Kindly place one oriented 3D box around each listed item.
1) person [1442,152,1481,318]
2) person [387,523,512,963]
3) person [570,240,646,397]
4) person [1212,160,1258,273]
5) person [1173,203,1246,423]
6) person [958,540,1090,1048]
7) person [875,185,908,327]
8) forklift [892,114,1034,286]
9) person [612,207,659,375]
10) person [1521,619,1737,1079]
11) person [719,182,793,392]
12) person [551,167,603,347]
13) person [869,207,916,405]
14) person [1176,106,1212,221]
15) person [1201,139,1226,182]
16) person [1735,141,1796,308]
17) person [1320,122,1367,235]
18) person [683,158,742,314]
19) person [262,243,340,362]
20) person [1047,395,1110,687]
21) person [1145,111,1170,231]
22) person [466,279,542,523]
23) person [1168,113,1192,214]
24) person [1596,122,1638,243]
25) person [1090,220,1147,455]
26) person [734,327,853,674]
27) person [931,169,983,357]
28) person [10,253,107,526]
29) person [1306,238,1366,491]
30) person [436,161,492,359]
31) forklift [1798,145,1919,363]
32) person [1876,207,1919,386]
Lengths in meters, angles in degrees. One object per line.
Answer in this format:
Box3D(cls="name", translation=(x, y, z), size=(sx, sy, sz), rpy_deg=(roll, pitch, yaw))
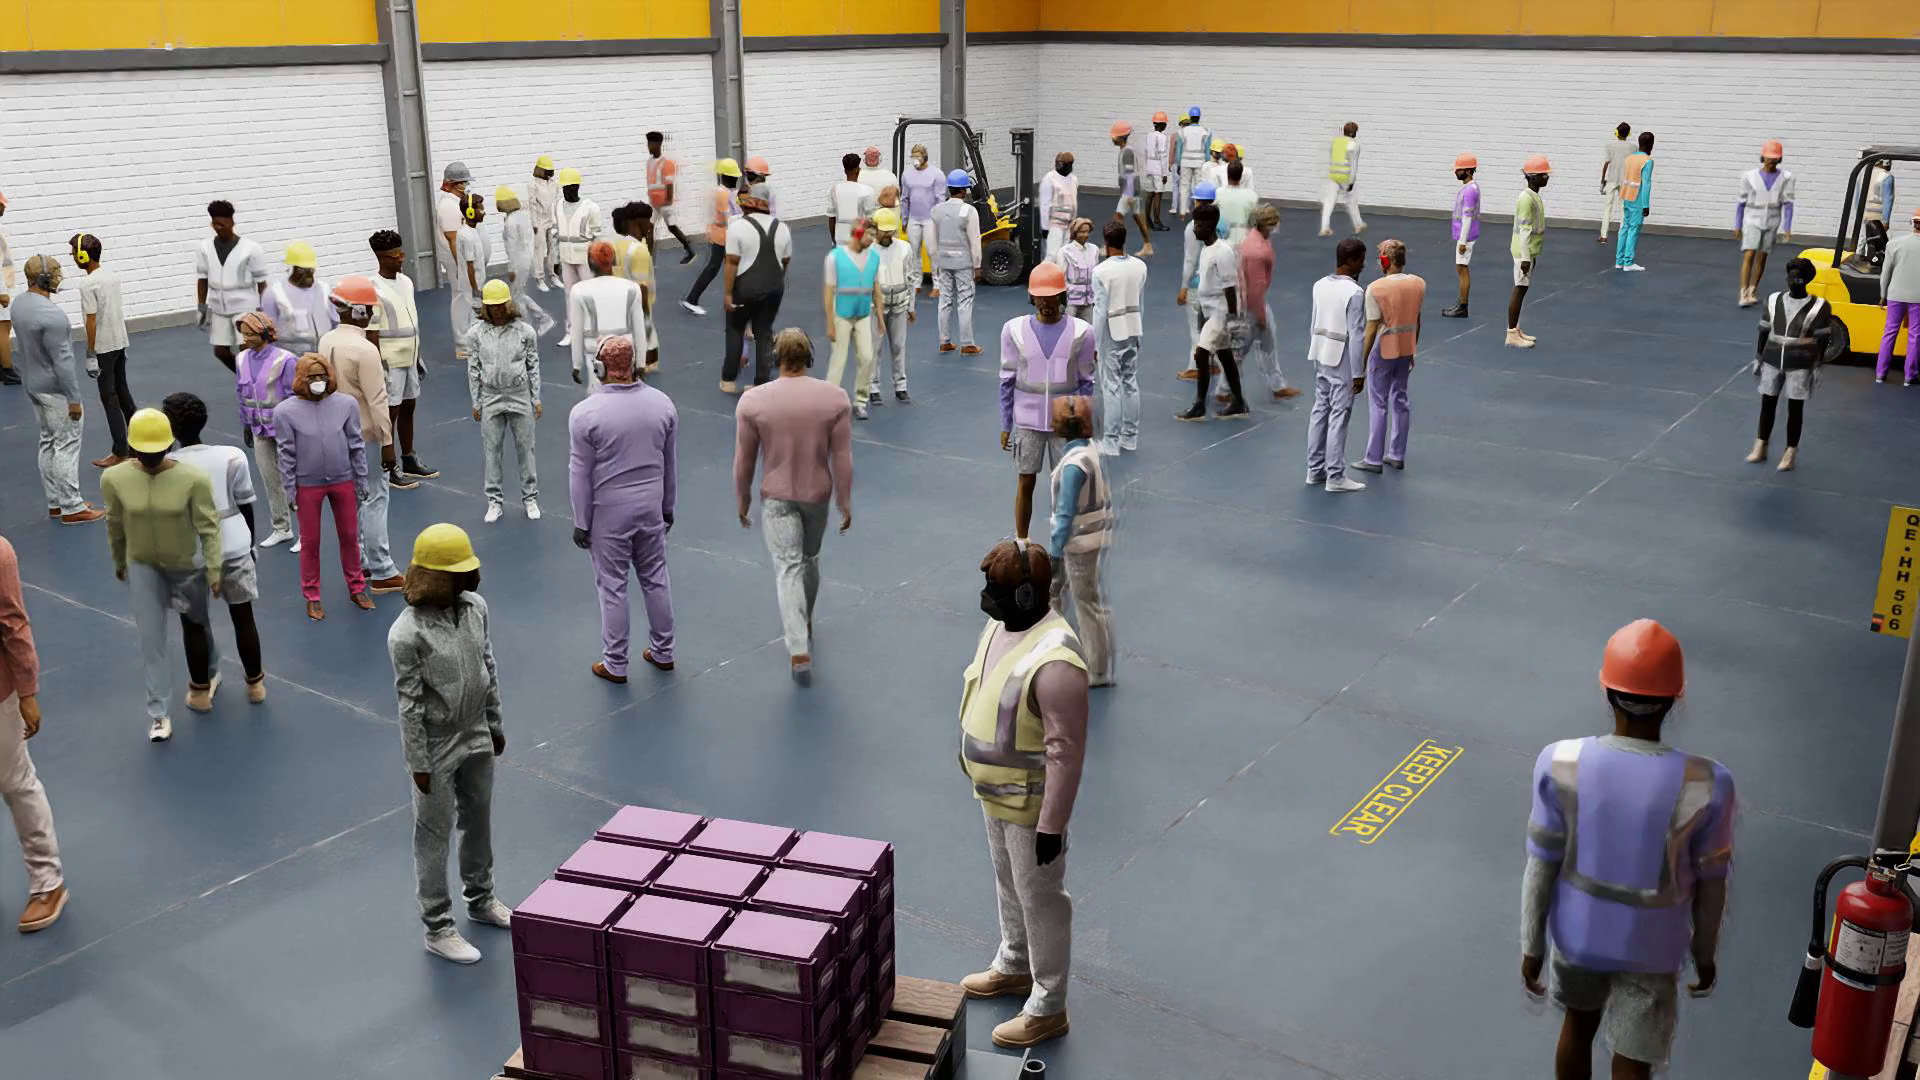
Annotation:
Box3D(cls="person", translation=(5.954, -3.612, 19.739), size=(0.388, 1.930, 0.544), rpy_deg=(5, 18, 14))
Box3D(cls="person", translation=(-1.915, 0.767, 6.349), size=(0.321, 1.738, 0.484), rpy_deg=(9, 20, 25))
Box3D(cls="person", translation=(-2.685, -1.381, 12.870), size=(0.578, 1.861, 0.742), rpy_deg=(-10, 20, -28))
Box3D(cls="person", translation=(3.091, -3.367, 19.015), size=(0.618, 1.898, 0.505), rpy_deg=(-1, 18, -2))
Box3D(cls="person", translation=(2.206, -1.994, 14.676), size=(0.818, 1.921, 0.627), rpy_deg=(-1, 18, -4))
Box3D(cls="person", translation=(0.208, 0.881, 5.825), size=(0.429, 1.841, 0.634), rpy_deg=(-6, 19, -18))
Box3D(cls="person", translation=(-0.862, -3.282, 19.206), size=(0.561, 1.620, 0.510), rpy_deg=(9, 20, 27))
Box3D(cls="forklift", translation=(-0.171, -4.594, 22.377), size=(2.313, 2.155, 1.214), rpy_deg=(1, 18, 3))
Box3D(cls="person", translation=(-3.334, -2.481, 16.626), size=(0.715, 1.670, 0.548), rpy_deg=(5, 18, 15))
Box3D(cls="person", translation=(1.894, 1.168, 4.836), size=(0.546, 1.906, 0.898), rpy_deg=(11, 21, 31))
Box3D(cls="person", translation=(-1.984, -2.397, 15.755), size=(0.765, 2.000, 0.694), rpy_deg=(-13, 22, -35))
Box3D(cls="person", translation=(-4.134, -3.039, 17.944), size=(0.585, 1.928, 0.379), rpy_deg=(6, 19, 17))
Box3D(cls="person", translation=(-0.688, -2.155, 15.358), size=(0.602, 1.821, 0.403), rpy_deg=(-7, 19, -20))
Box3D(cls="person", translation=(4.027, -6.489, 28.730), size=(0.605, 1.938, 0.423), rpy_deg=(4, 18, 11))
Box3D(cls="person", translation=(3.662, -4.868, 23.933), size=(0.314, 1.763, 0.535), rpy_deg=(16, 24, 41))
Box3D(cls="person", translation=(9.812, -3.834, 20.295), size=(0.617, 2.000, 0.951), rpy_deg=(5, 19, 17))
Box3D(cls="person", translation=(6.246, -5.858, 26.990), size=(0.952, 1.791, 0.630), rpy_deg=(-14, 23, -38))
Box3D(cls="person", translation=(-2.848, -3.616, 19.865), size=(1.037, 1.872, 0.582), rpy_deg=(0, 18, 0))
Box3D(cls="person", translation=(-5.110, -1.443, 13.160), size=(0.766, 1.796, 0.618), rpy_deg=(15, 23, 38))
Box3D(cls="person", translation=(0.516, 0.021, 8.864), size=(0.674, 1.610, 0.553), rpy_deg=(2, 18, 6))
Box3D(cls="person", translation=(3.261, -6.077, 27.431), size=(0.364, 1.939, 0.542), rpy_deg=(-8, 20, -24))
Box3D(cls="person", translation=(-3.221, -0.982, 11.810), size=(0.493, 1.742, 0.322), rpy_deg=(-4, 18, -13))
Box3D(cls="person", translation=(3.981, -6.727, 29.760), size=(0.532, 1.758, 0.345), rpy_deg=(-3, 18, -9))
Box3D(cls="person", translation=(10.275, -5.574, 25.994), size=(0.508, 1.861, 0.327), rpy_deg=(3, 18, 9))
Box3D(cls="person", translation=(1.283, -1.643, 13.599), size=(0.590, 1.916, 0.398), rpy_deg=(-16, 24, -41))
Box3D(cls="person", translation=(-0.917, -0.238, 9.251), size=(0.645, 1.896, 1.005), rpy_deg=(-4, 18, -13))
Box3D(cls="person", translation=(-0.028, -2.904, 17.490), size=(0.604, 1.949, 0.384), rpy_deg=(12, 21, 33))
Box3D(cls="person", translation=(-6.382, -1.049, 11.726), size=(0.637, 1.930, 0.373), rpy_deg=(14, 22, 37))
Box3D(cls="person", translation=(2.855, -1.324, 12.606), size=(0.391, 1.913, 0.587), rpy_deg=(-7, 19, -21))
Box3D(cls="person", translation=(-5.180, -2.936, 17.439), size=(0.535, 2.000, 0.686), rpy_deg=(-4, 18, -13))
Box3D(cls="forklift", translation=(9.803, -2.879, 17.013), size=(2.313, 2.155, 1.214), rpy_deg=(12, 21, 33))
Box3D(cls="person", translation=(9.247, -2.382, 16.172), size=(0.565, 1.751, 0.330), rpy_deg=(15, 23, 39))
